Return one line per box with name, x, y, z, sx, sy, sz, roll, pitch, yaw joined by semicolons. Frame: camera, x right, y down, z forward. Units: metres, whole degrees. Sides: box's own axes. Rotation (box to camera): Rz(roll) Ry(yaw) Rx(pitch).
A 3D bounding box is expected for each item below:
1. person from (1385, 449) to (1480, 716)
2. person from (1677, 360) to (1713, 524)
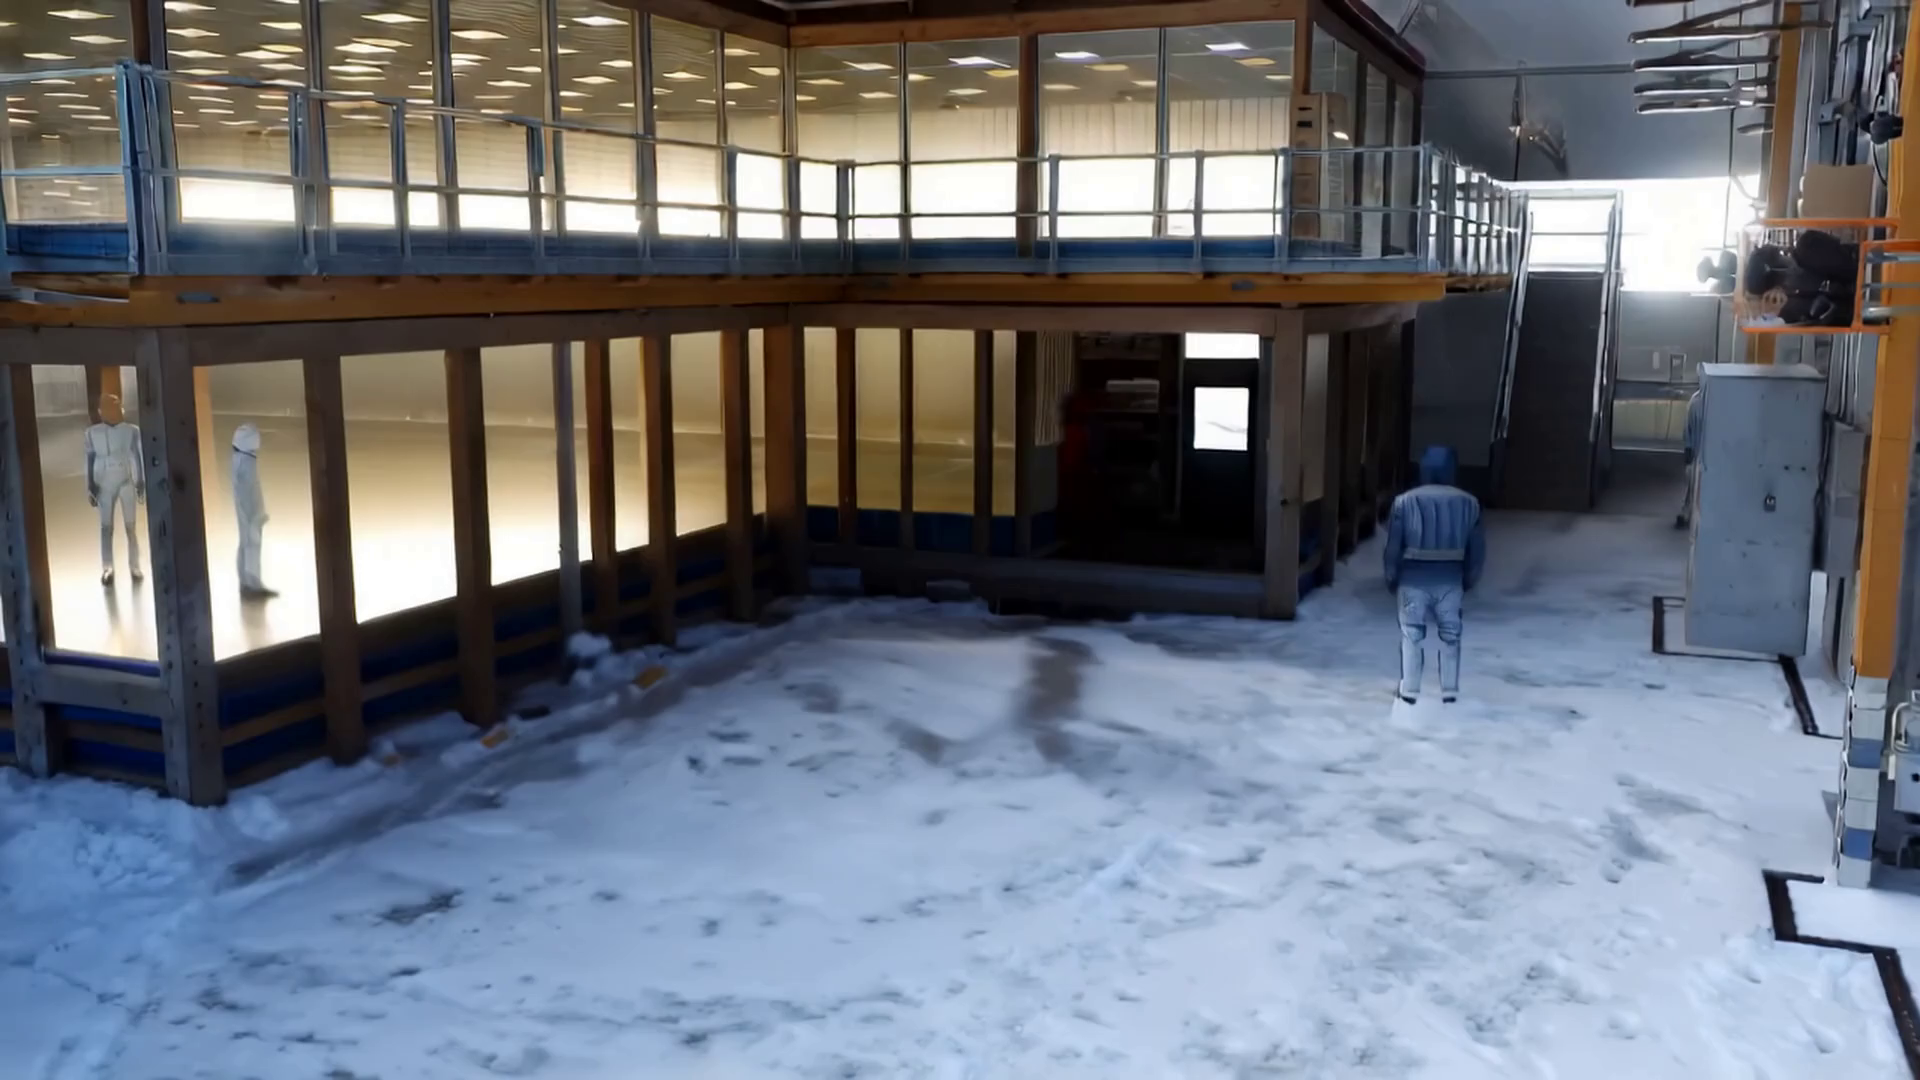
person;3.230;0.294;11.448;0.630;1.842;0.429;0;9;-2
person;8.928;-1.169;19.998;0.626;1.992;0.387;-5;10;-29
